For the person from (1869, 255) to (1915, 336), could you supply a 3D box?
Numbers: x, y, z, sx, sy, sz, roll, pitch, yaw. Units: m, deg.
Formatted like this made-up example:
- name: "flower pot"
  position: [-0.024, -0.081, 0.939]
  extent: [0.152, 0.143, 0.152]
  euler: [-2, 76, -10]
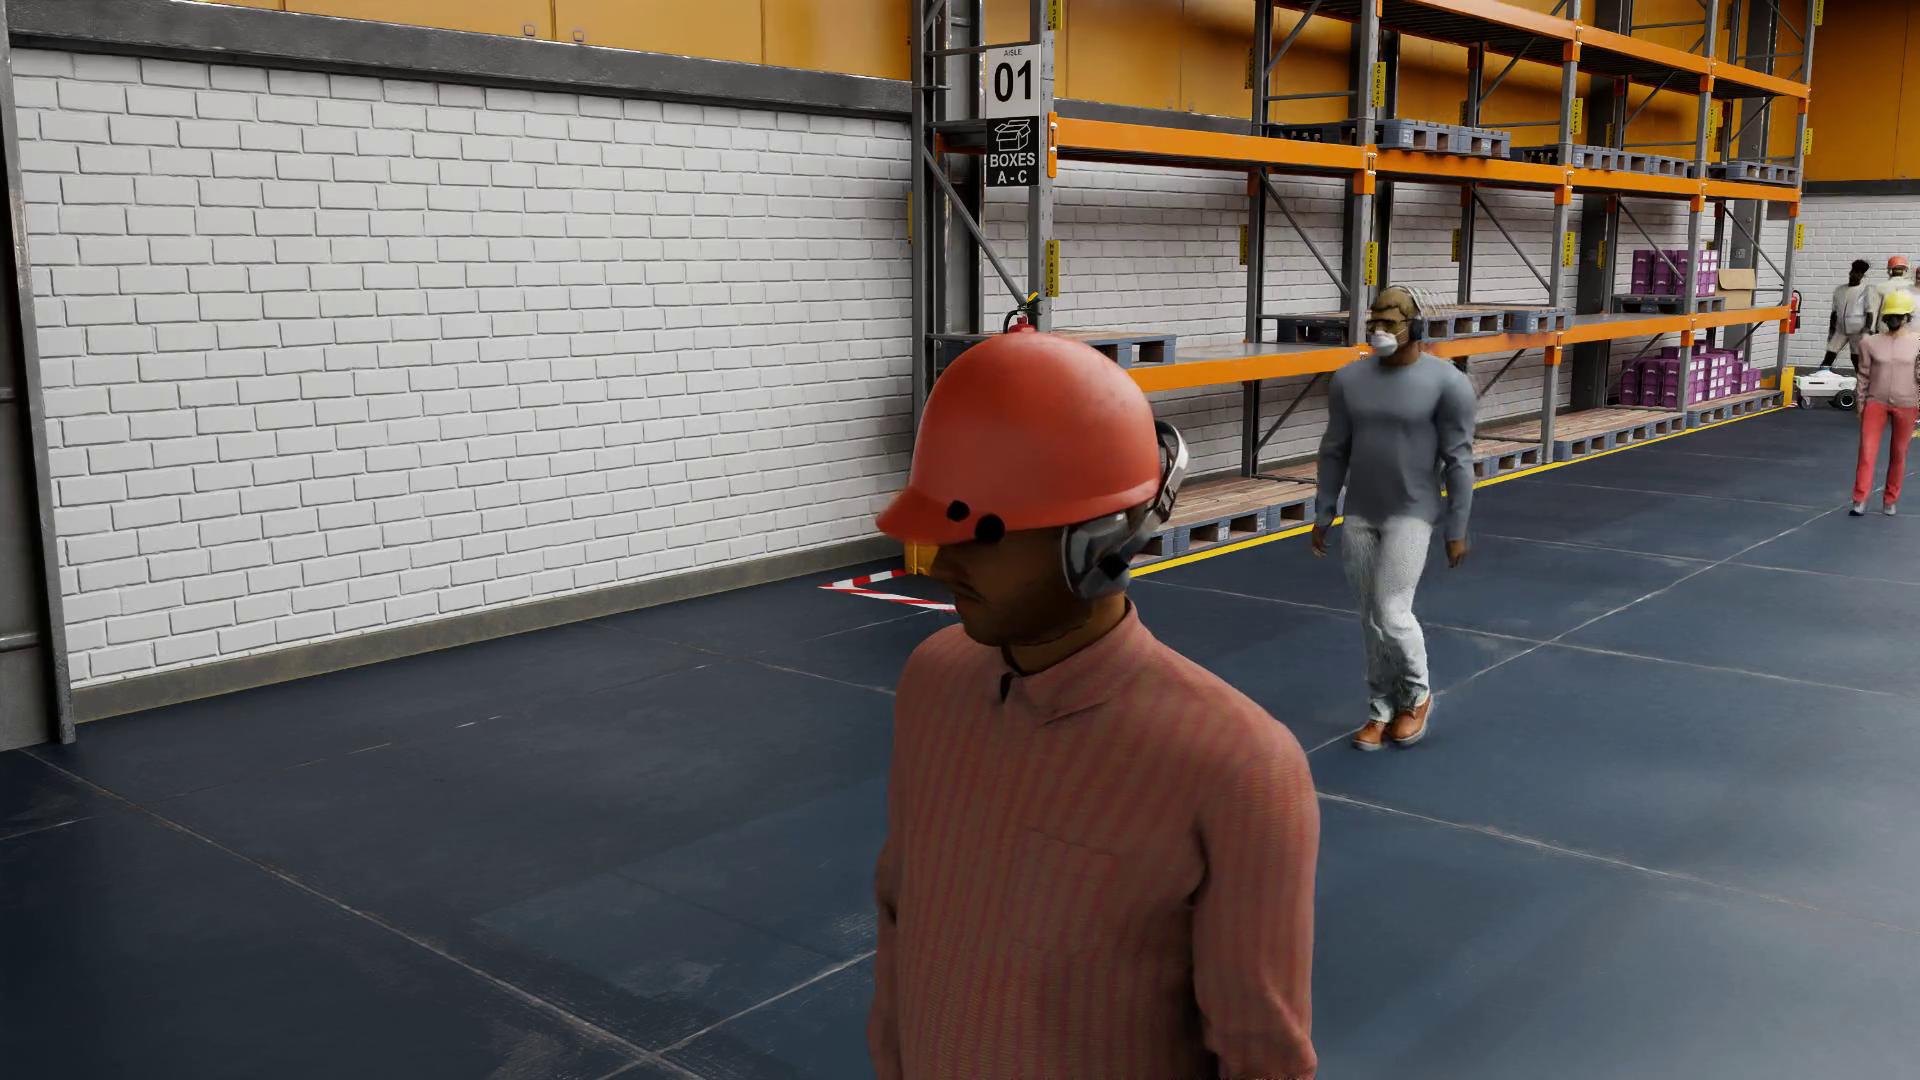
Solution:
- name: "person"
  position: [12.715, -2.885, 22.674]
  extent: [0.631, 1.978, 0.418]
  euler: [3, 10, 17]

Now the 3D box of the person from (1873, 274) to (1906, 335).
- name: "person"
  position: [13.359, -2.994, 23.811]
  extent: [0.592, 1.811, 0.442]
  euler: [5, 11, 25]

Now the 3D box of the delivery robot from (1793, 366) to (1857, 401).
- name: "delivery robot"
  position: [11.149, -2.005, 21.459]
  extent: [0.707, 0.478, 0.477]
  euler: [3, 10, 15]

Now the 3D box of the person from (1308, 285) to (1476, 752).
- name: "person"
  position: [1.737, -0.072, 6.818]
  extent: [0.442, 1.920, 0.639]
  euler: [-9, 13, -41]

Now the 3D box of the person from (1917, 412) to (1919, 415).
- name: "person"
  position: [12.034, -2.507, 20.353]
  extent: [0.685, 2.000, 0.939]
  euler: [-1, 10, -4]

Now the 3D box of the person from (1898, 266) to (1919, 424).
- name: "person"
  position: [11.357, -2.340, 19.846]
  extent: [0.661, 1.887, 0.600]
  euler: [-2, 10, -12]

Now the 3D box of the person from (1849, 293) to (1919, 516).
- name: "person"
  position: [7.127, -1.011, 12.738]
  extent: [0.530, 1.731, 0.846]
  euler: [6, 12, 32]

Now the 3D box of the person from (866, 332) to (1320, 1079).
- name: "person"
  position: [0.097, 0.762, 1.892]
  extent: [0.392, 1.988, 0.608]
  euler: [-9, 14, -42]

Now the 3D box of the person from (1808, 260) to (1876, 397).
- name: "person"
  position: [12.122, -2.869, 22.797]
  extent: [0.812, 1.907, 0.649]
  euler: [-6, 12, -32]
